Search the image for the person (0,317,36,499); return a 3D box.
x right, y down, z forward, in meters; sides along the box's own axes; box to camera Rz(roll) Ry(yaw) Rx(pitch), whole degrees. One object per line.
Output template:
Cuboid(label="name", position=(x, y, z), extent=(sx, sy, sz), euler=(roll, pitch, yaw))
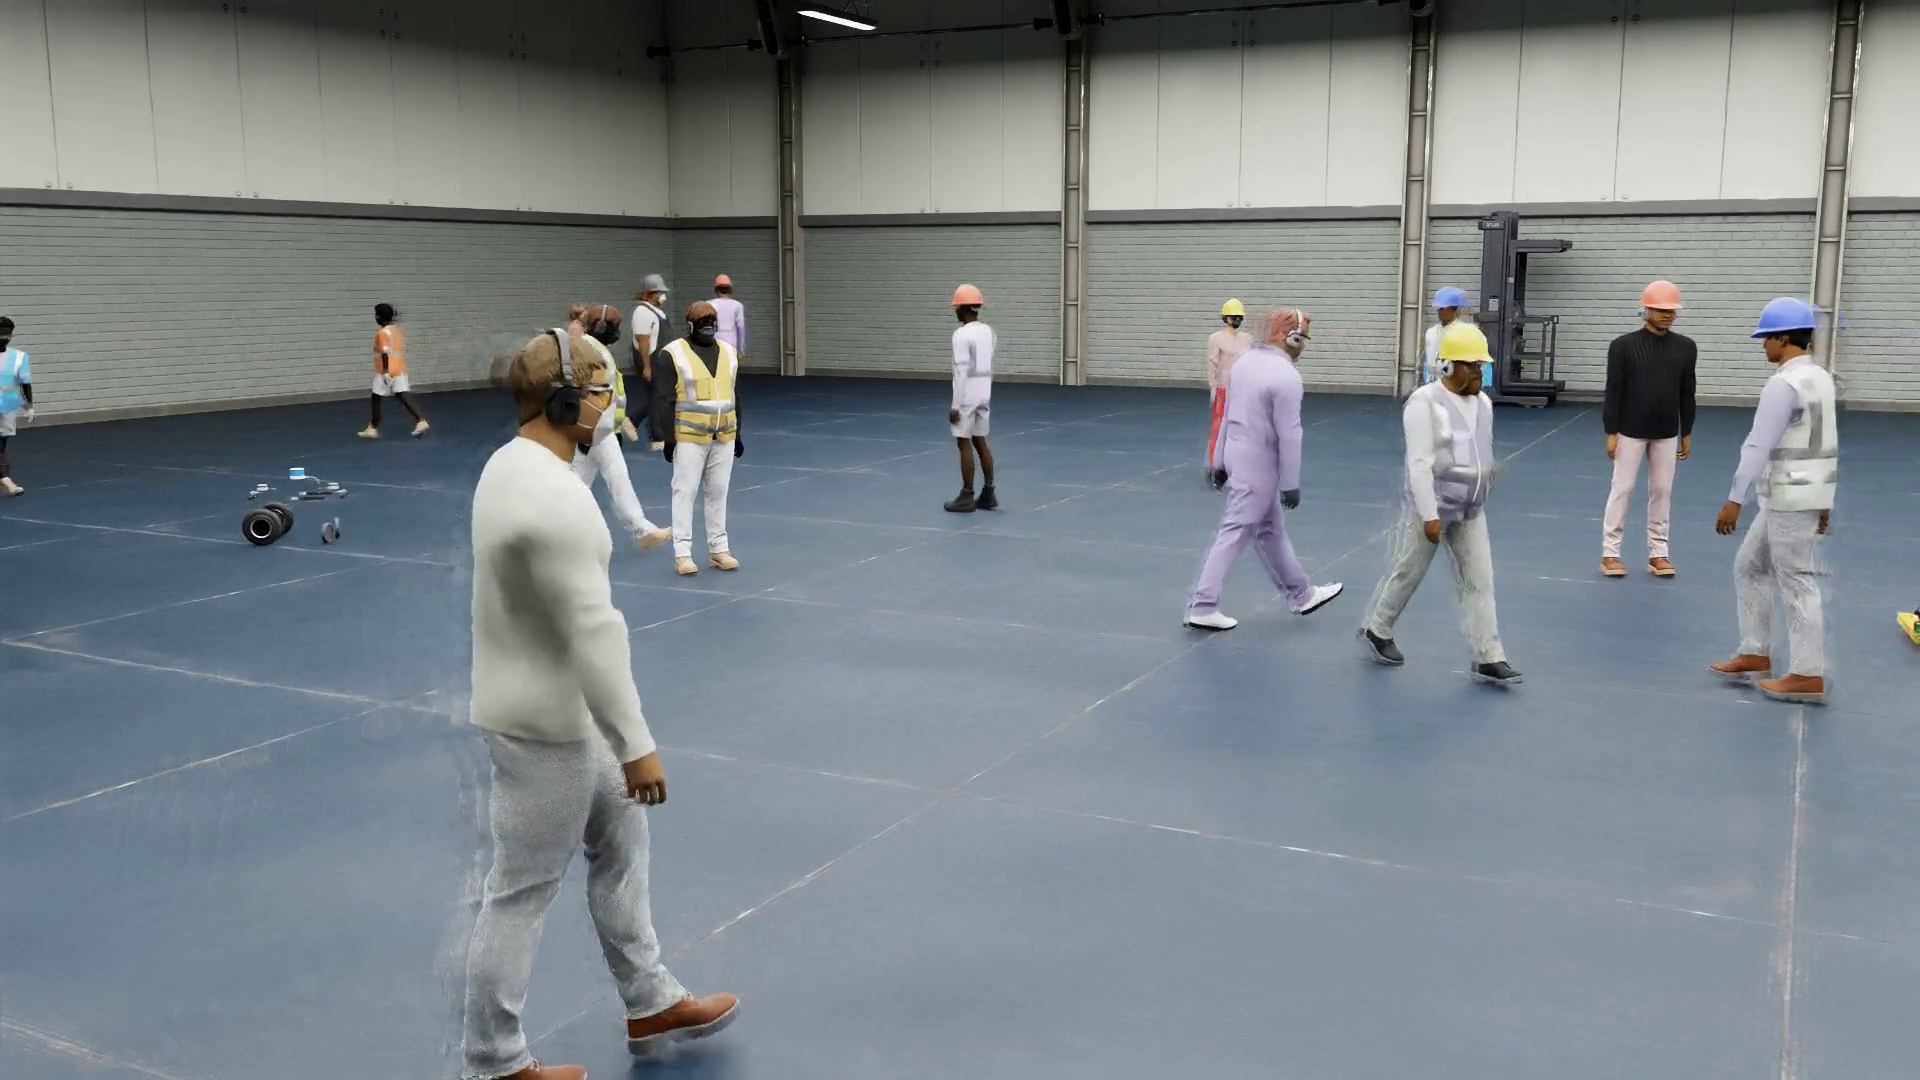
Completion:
Cuboid(label="person", position=(-8.653, -1.194, 14.994), extent=(0.878, 1.628, 0.545), euler=(7, 12, 39))

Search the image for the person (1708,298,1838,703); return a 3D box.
Cuboid(label="person", position=(3.910, -0.198, 8.031), extent=(0.723, 1.915, 0.623), euler=(7, 11, 36))

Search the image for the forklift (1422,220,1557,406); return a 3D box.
Cuboid(label="forklift", position=(8.245, -3.527, 25.720), extent=(1.873, 2.768, 1.129), euler=(5, 10, 27))

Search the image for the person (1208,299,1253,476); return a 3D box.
Cuboid(label="person", position=(2.698, -1.508, 16.563), extent=(0.525, 1.769, 0.311), euler=(-5, 10, -28))

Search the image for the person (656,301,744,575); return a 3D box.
Cuboid(label="person", position=(-1.747, -0.700, 11.346), extent=(0.633, 1.841, 0.429), euler=(-7, 12, -37))

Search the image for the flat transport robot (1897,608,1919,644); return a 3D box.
Cuboid(label="flat transport robot", position=(5.976, 0.474, 9.069), extent=(1.431, 0.197, 0.652), euler=(4, 10, 21))

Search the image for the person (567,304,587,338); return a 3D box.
Cuboid(label="person", position=(-4.892, -2.262, 21.682), extent=(0.623, 1.618, 0.519), euler=(-2, 9, -12))

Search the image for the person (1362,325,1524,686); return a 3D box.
Cuboid(label="person", position=(2.435, -0.198, 8.421), extent=(0.593, 1.791, 0.932), euler=(-5, 10, -28))

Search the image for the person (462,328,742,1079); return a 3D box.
Cuboid(label="person", position=(-0.867, 0.448, 4.084), extent=(0.865, 1.909, 0.635), euler=(-3, 10, -20))

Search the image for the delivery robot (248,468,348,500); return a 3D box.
Cuboid(label="delivery robot", position=(-5.064, -0.435, 12.715), extent=(0.698, 0.223, 0.335), euler=(-2, 9, -11))

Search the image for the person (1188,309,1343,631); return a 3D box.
Cuboid(label="person", position=(1.774, -0.398, 9.533), extent=(1.037, 1.828, 0.680), euler=(-2, 9, -13))

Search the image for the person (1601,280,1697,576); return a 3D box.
Cuboid(label="person", position=(4.616, -0.737, 11.150), extent=(0.617, 1.985, 0.416), euler=(0, 9, -1))

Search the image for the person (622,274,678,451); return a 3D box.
Cuboid(label="person", position=(-3.563, -2.037, 19.112), extent=(0.704, 2.000, 0.693), euler=(1, 9, 5))

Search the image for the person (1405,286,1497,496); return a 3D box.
Cuboid(label="person", position=(4.507, -1.342, 15.104), extent=(0.906, 1.919, 0.615), euler=(-5, 11, -29))

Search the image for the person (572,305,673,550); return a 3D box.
Cuboid(label="person", position=(-2.533, -0.802, 12.122), extent=(0.947, 1.792, 0.636), euler=(-2, 9, -11))

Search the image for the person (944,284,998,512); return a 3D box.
Cuboid(label="person", position=(0.075, -1.218, 14.249), extent=(0.367, 1.935, 0.552), euler=(6, 11, 33))

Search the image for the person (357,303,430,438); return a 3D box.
Cuboid(label="person", position=(-6.971, -2.081, 20.429), extent=(0.862, 1.658, 0.539), euler=(0, 9, 2))

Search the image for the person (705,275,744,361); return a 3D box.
Cuboid(label="person", position=(-3.401, -2.826, 24.001), extent=(0.612, 2.001, 1.037), euler=(-5, 10, -28))
